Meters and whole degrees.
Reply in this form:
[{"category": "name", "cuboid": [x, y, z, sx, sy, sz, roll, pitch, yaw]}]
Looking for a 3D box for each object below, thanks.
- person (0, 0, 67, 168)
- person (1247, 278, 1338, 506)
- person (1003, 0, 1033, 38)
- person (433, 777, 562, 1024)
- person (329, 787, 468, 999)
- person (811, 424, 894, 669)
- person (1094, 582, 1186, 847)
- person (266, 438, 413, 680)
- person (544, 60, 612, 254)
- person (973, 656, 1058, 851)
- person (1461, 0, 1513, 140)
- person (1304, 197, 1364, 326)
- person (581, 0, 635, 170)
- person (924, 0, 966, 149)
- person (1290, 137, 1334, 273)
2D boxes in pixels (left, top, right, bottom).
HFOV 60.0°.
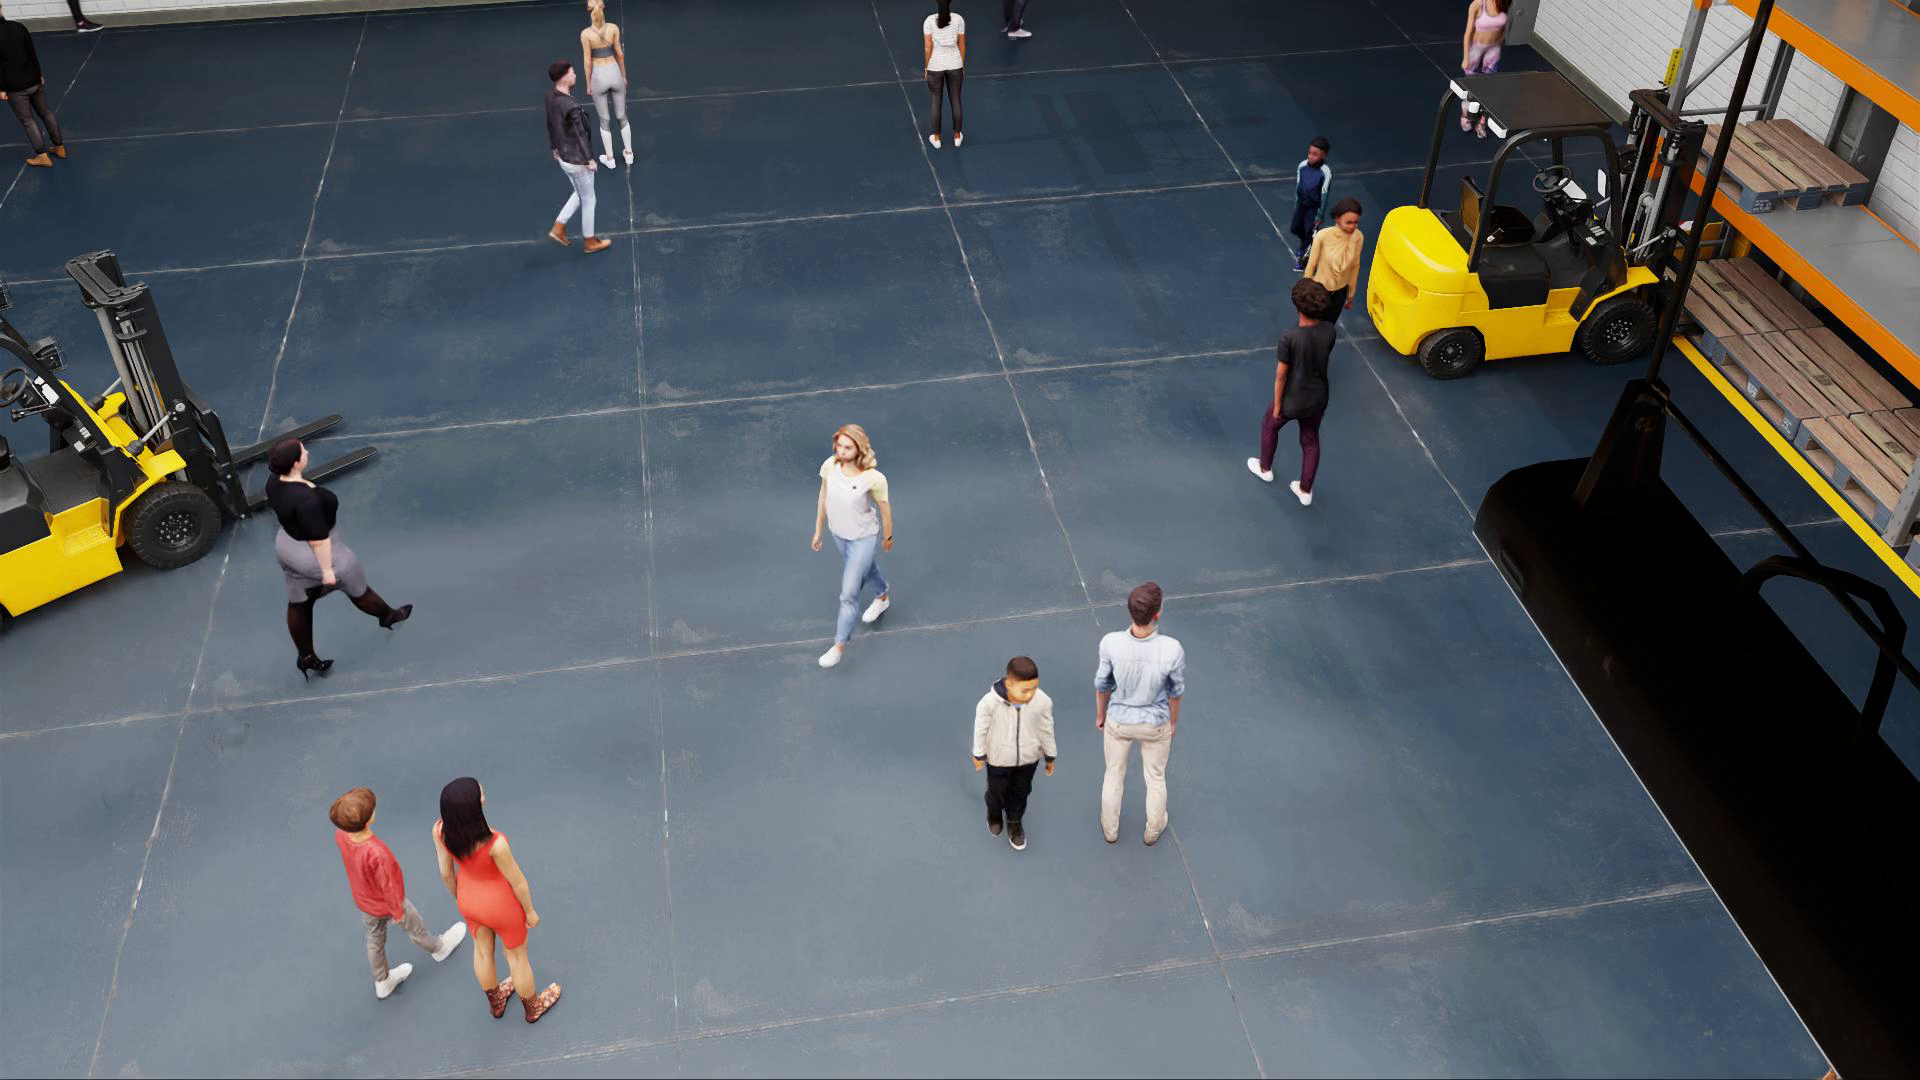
[{"category": "person", "cuboid": [-9.213, -4.519, 16.307, 0.786, 1.722, 0.682, 16, 41, 19]}, {"category": "person", "cuboid": [2.471, -1.008, 11.881, 0.684, 1.759, 0.863, -9, 40, -12]}, {"category": "person", "cuboid": [0.612, -6.658, 18.892, 0.875, 1.839, 0.750, -23, 44, -26]}, {"category": "person", "cuboid": [-2.366, 1.823, 8.369, 0.659, 1.719, 0.652, 10, 40, 12]}, {"category": "person", "cuboid": [-3.039, 1.864, 8.570, 0.795, 1.403, 0.875, 21, 43, 24]}, {"category": "person", "cuboid": [-0.634, -0.070, 10.773, 1.101, 1.676, 1.187, 22, 43, 25]}, {"category": "person", "cuboid": [0.992, 0.998, 9.298, 0.719, 1.847, 0.684, 7, 39, 8]}, {"category": "person", "cuboid": [-4.139, 0.170, 10.440, 1.098, 1.717, 1.145, 25, 45, 28]}, {"category": "person", "cuboid": [-3.478, -3.357, 14.770, 0.904, 1.824, 0.865, -27, 46, -29]}, {"category": "person", "cuboid": [0.278, 1.153, 9.434, 0.631, 1.437, 0.600, -9, 40, -12]}, {"category": "person", "cuboid": [5.283, -4.933, 16.821, 0.658, 1.728, 0.763, -7, 39, -9]}, {"category": "person", "cuboid": [2.898, -2.012, 13.230, 0.612, 1.645, 0.624, -4, 39, -5]}, {"category": "person", "cuboid": [-3.456, -4.481, 16.275, 0.636, 1.703, 0.638, -19, 42, -22]}, {"category": "person", "cuboid": [-0.149, -4.731, 16.633, 0.558, 1.646, 0.521, -6, 39, -7]}, {"category": "person", "cuboid": [3.163, -3.004, 14.788, 0.643, 1.250, 0.699, 32, 48, 33]}]
